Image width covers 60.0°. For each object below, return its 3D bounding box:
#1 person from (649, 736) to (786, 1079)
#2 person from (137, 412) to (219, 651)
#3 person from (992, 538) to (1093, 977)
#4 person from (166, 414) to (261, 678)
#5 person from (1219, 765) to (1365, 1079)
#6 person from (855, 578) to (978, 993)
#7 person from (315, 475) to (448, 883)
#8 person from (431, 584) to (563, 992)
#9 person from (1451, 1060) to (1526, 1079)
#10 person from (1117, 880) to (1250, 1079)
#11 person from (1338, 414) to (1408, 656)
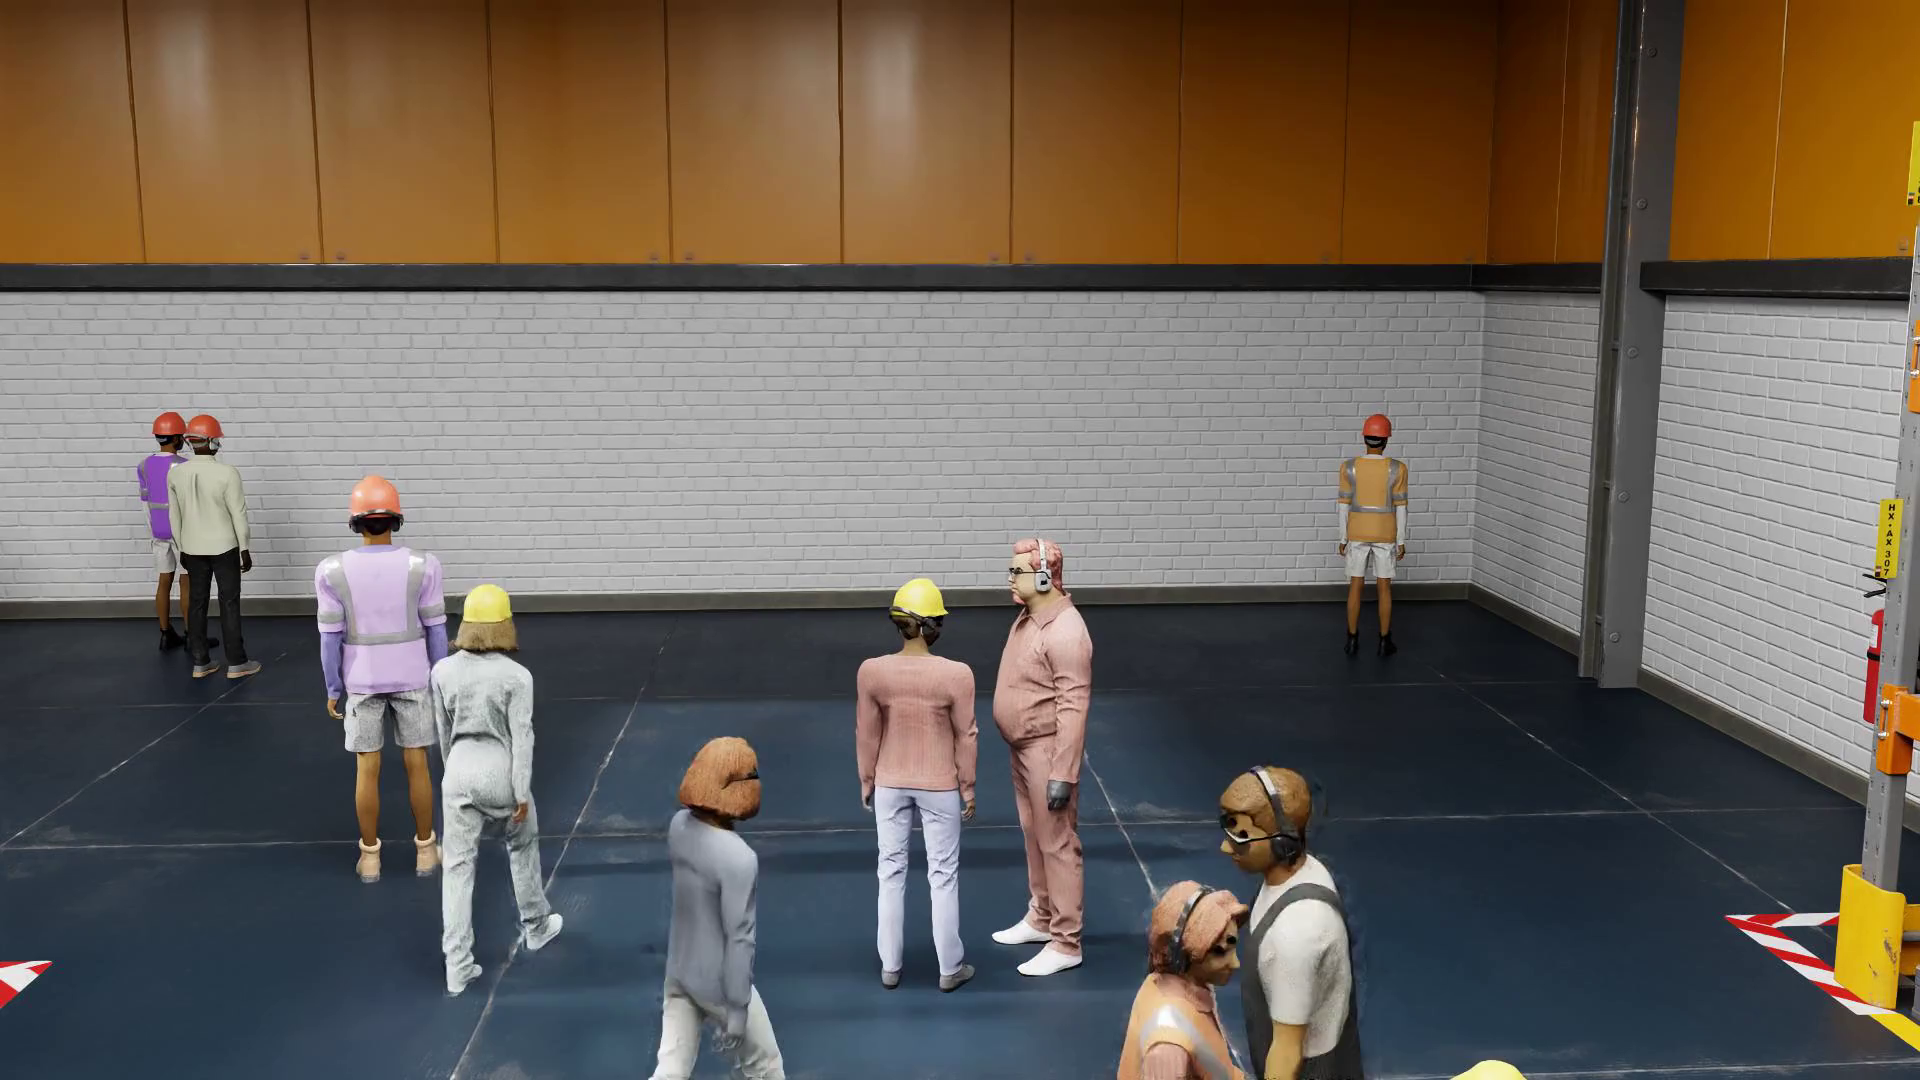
[{"bbox_3d":[-0.739,1.398,5.335,0.844,1.586,0.519,-8,12,-40],"label":"person"},{"bbox_3d":[-6.334,-0.066,13.448,0.542,1.939,0.361,3,10,19],"label":"person"},{"bbox_3d":[0.341,0.935,7.265,0.400,1.907,0.645,-2,9,-13],"label":"person"},{"bbox_3d":[-5.629,0.052,12.529,0.612,1.997,0.376,1,9,7],"label":"person"},{"bbox_3d":[0.786,1.454,4.329,0.769,1.803,0.583,2,9,9],"label":"person"},{"bbox_3d":[-0.178,1.040,7.054,0.526,1.765,0.329,2,9,14],"label":"person"},{"bbox_3d":[-2.875,0.695,8.334,0.607,2.048,0.367,-3,9,-17],"label":"person"},{"bbox_3d":[-2.029,1.036,7.255,0.503,1.710,0.839,2,9,10],"label":"person"},{"bbox_3d":[0.809,1.708,2.641,0.588,1.835,0.403,1,9,6],"label":"person"},{"bbox_3d":[0.538,1.595,4.008,0.386,1.626,0.497,-1,9,-3],"label":"person"},{"bbox_3d":[3.291,-0.038,13.279,0.545,1.938,0.362,3,10,19],"label":"person"}]
